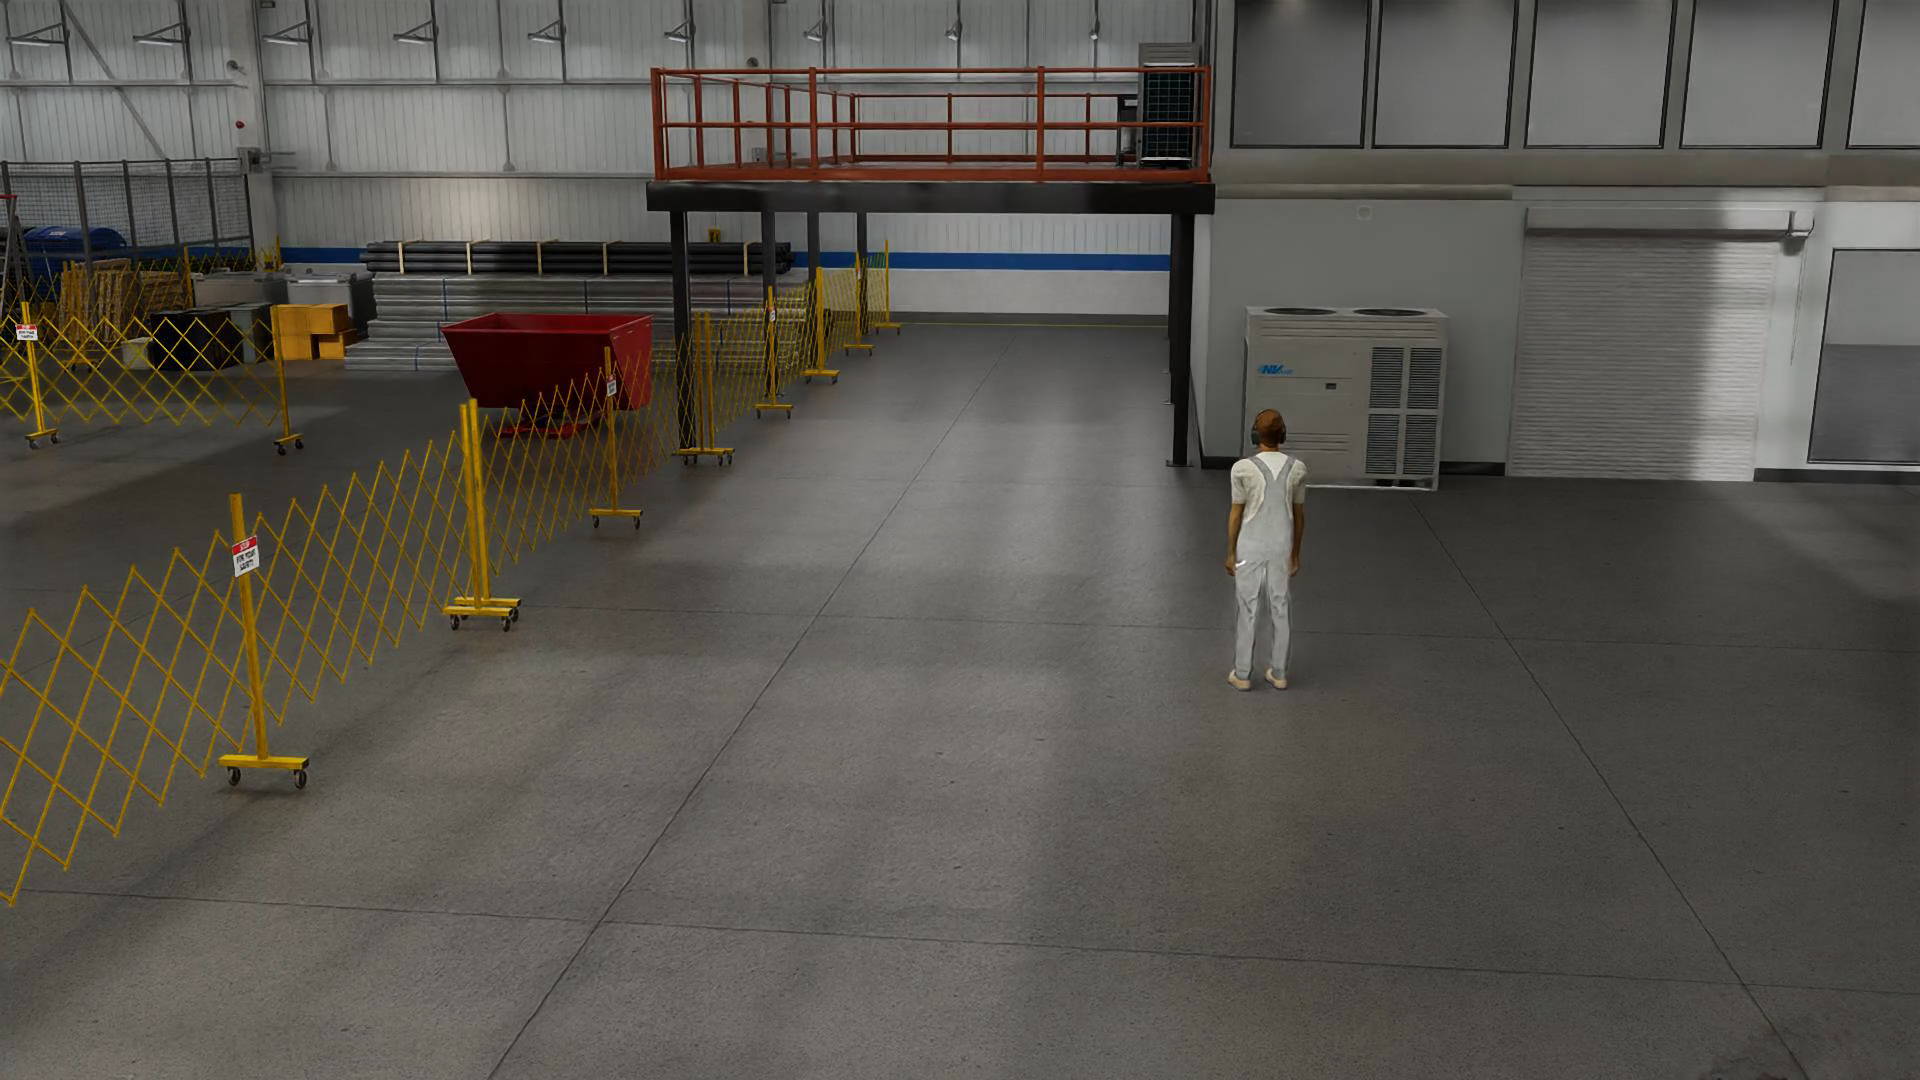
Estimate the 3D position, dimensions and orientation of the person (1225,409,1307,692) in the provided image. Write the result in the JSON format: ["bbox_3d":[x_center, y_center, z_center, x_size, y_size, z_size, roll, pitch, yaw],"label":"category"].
[{"bbox_3d":[1.956,0.075,10.671,0.501,1.839,0.340,-3,14,-11],"label":"person"}]
